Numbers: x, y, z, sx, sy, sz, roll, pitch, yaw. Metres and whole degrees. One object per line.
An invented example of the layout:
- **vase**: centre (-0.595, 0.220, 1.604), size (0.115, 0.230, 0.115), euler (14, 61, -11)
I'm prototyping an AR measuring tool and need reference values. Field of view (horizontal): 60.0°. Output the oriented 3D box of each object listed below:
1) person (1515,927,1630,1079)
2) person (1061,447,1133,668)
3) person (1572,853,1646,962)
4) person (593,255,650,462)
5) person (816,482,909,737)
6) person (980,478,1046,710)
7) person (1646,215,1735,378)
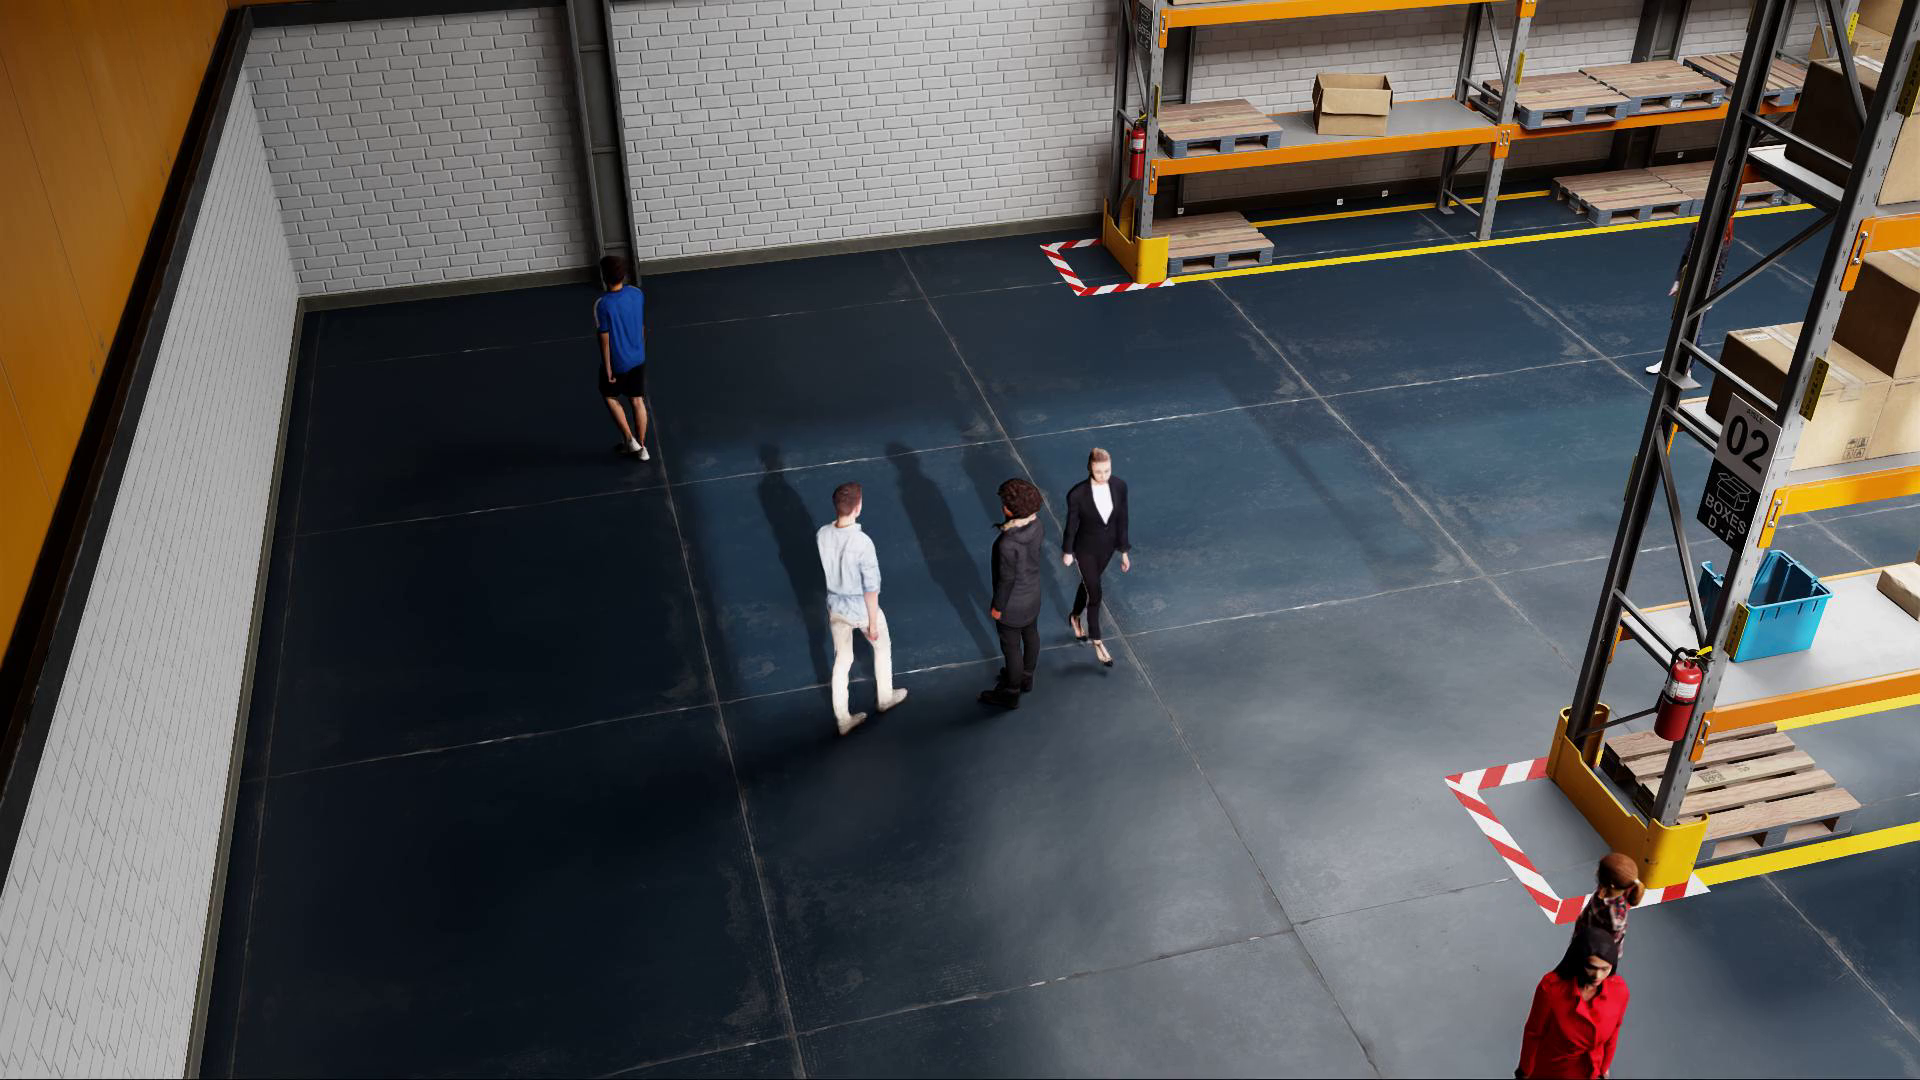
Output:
- **person**: centre (2.895, 2.512, 8.006), size (0.629, 1.747, 0.740), euler (-1, 34, -1)
- **person**: centre (0.911, 0.036, 11.796), size (0.831, 1.675, 0.766), euler (-16, 37, -23)
- **person**: centre (3.428, 2.172, 8.916), size (0.623, 1.306, 0.601), euler (7, 34, 11)
- **person**: centre (-2.767, -1.488, 13.929), size (0.749, 1.853, 0.839), euler (-27, 42, -35)
- **person**: centre (-0.778, 0.510, 10.949), size (0.941, 1.824, 1.011), euler (22, 39, 29)
- **person**: centre (0.392, 0.358, 11.217), size (0.792, 1.781, 0.726), euler (20, 38, 27)
- **person**: centre (6.728, -2.289, 15.194), size (0.639, 1.787, 0.637), euler (-19, 38, -26)
